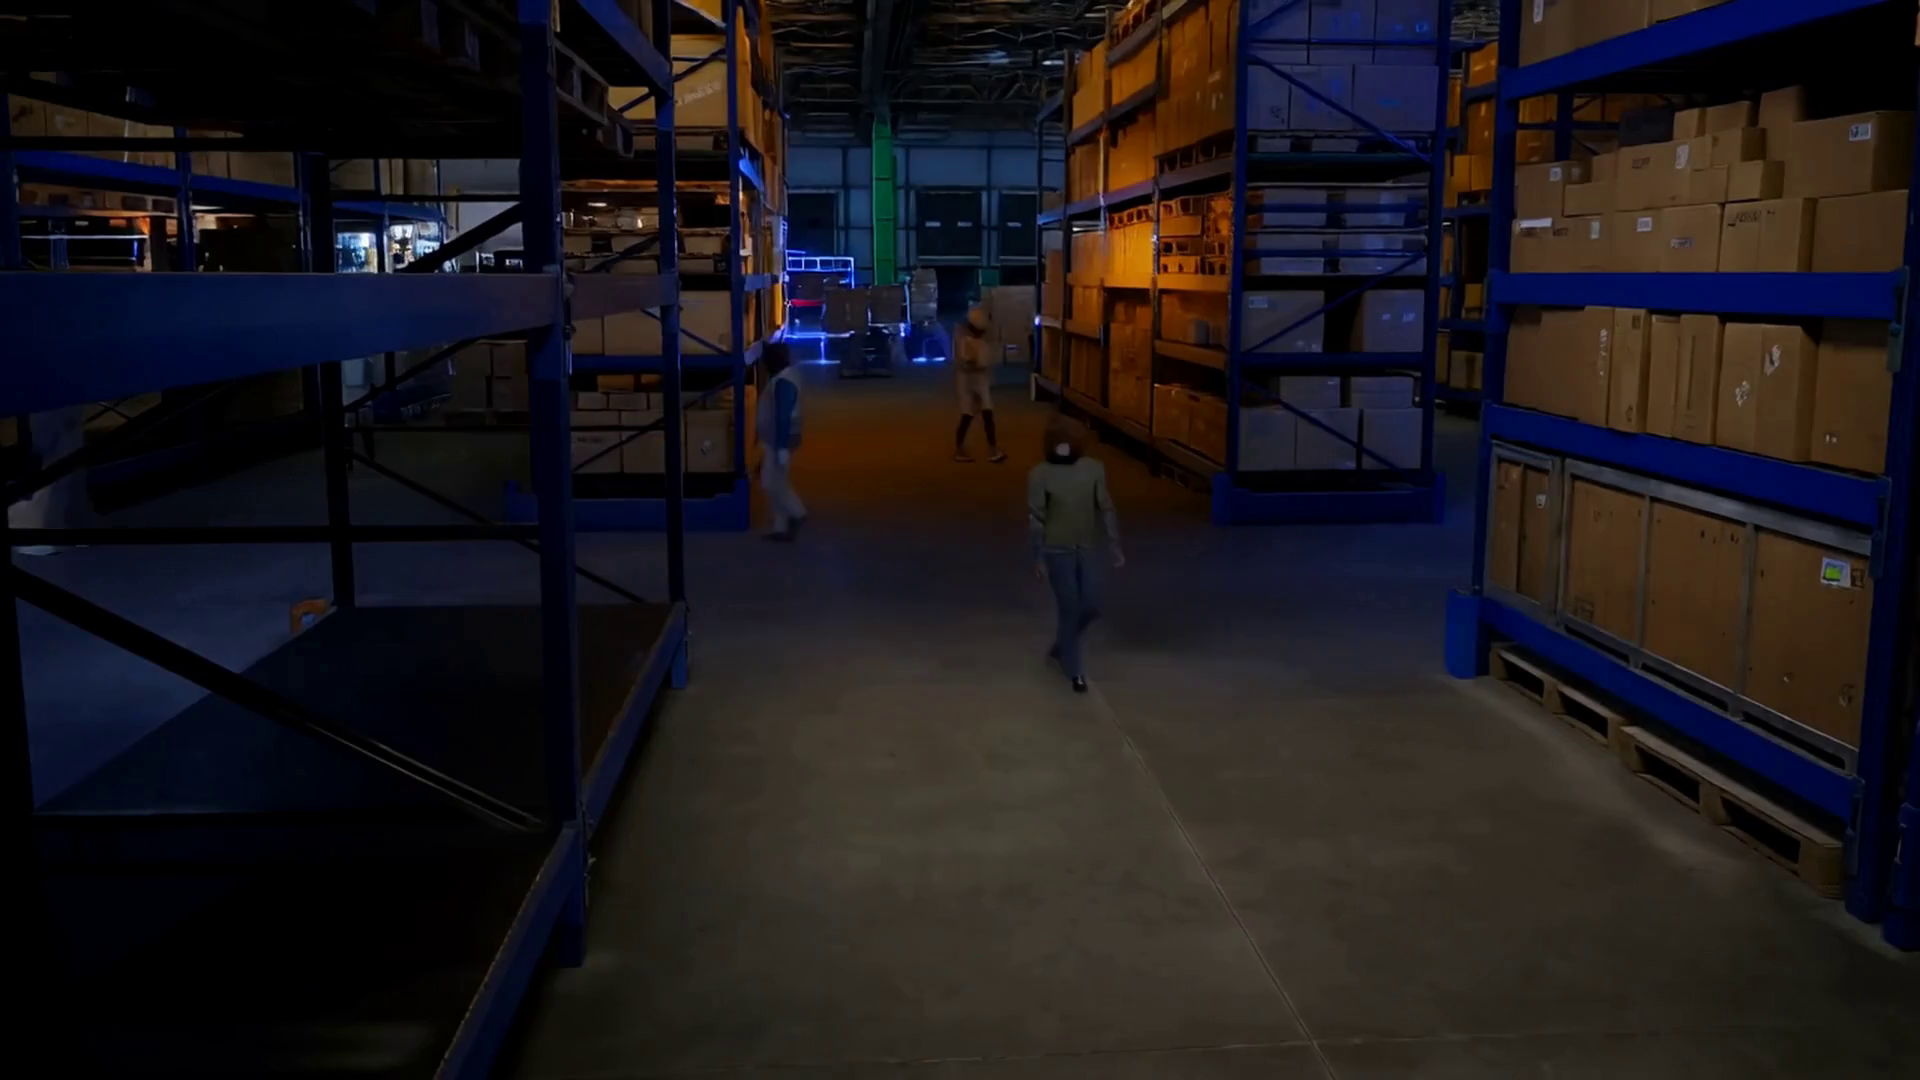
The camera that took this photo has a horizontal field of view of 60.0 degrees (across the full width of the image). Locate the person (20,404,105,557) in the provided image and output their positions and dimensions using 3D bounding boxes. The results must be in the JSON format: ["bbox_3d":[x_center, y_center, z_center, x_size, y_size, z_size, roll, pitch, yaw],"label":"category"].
[{"bbox_3d":[-7.812,-0.806,14.441,0.719,1.861,0.804,8,12,40],"label":"person"}]

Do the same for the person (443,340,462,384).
[{"bbox_3d":[-10.317,-3.841,34.016,0.540,1.680,0.505,-7,11,-37],"label":"person"}]

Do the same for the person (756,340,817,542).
[{"bbox_3d":[-1.600,-0.870,14.890,0.460,1.823,0.645,-1,9,-8],"label":"person"}]

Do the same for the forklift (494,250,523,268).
[{"bbox_3d":[-7.487,-3.594,28.698,1.129,2.768,1.873,-1,9,-4],"label":"forklift"}]

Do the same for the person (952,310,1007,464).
[{"bbox_3d":[0.247,-1.937,21.149,0.891,1.968,0.667,7,12,38],"label":"person"}]

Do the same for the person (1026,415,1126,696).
[{"bbox_3d":[0.648,0.075,9.631,0.580,1.607,0.487,-4,10,-24],"label":"person"}]

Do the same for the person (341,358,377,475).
[{"bbox_3d":[-7.290,-1.624,20.033,0.533,1.697,0.319,-6,11,-32],"label":"person"}]
